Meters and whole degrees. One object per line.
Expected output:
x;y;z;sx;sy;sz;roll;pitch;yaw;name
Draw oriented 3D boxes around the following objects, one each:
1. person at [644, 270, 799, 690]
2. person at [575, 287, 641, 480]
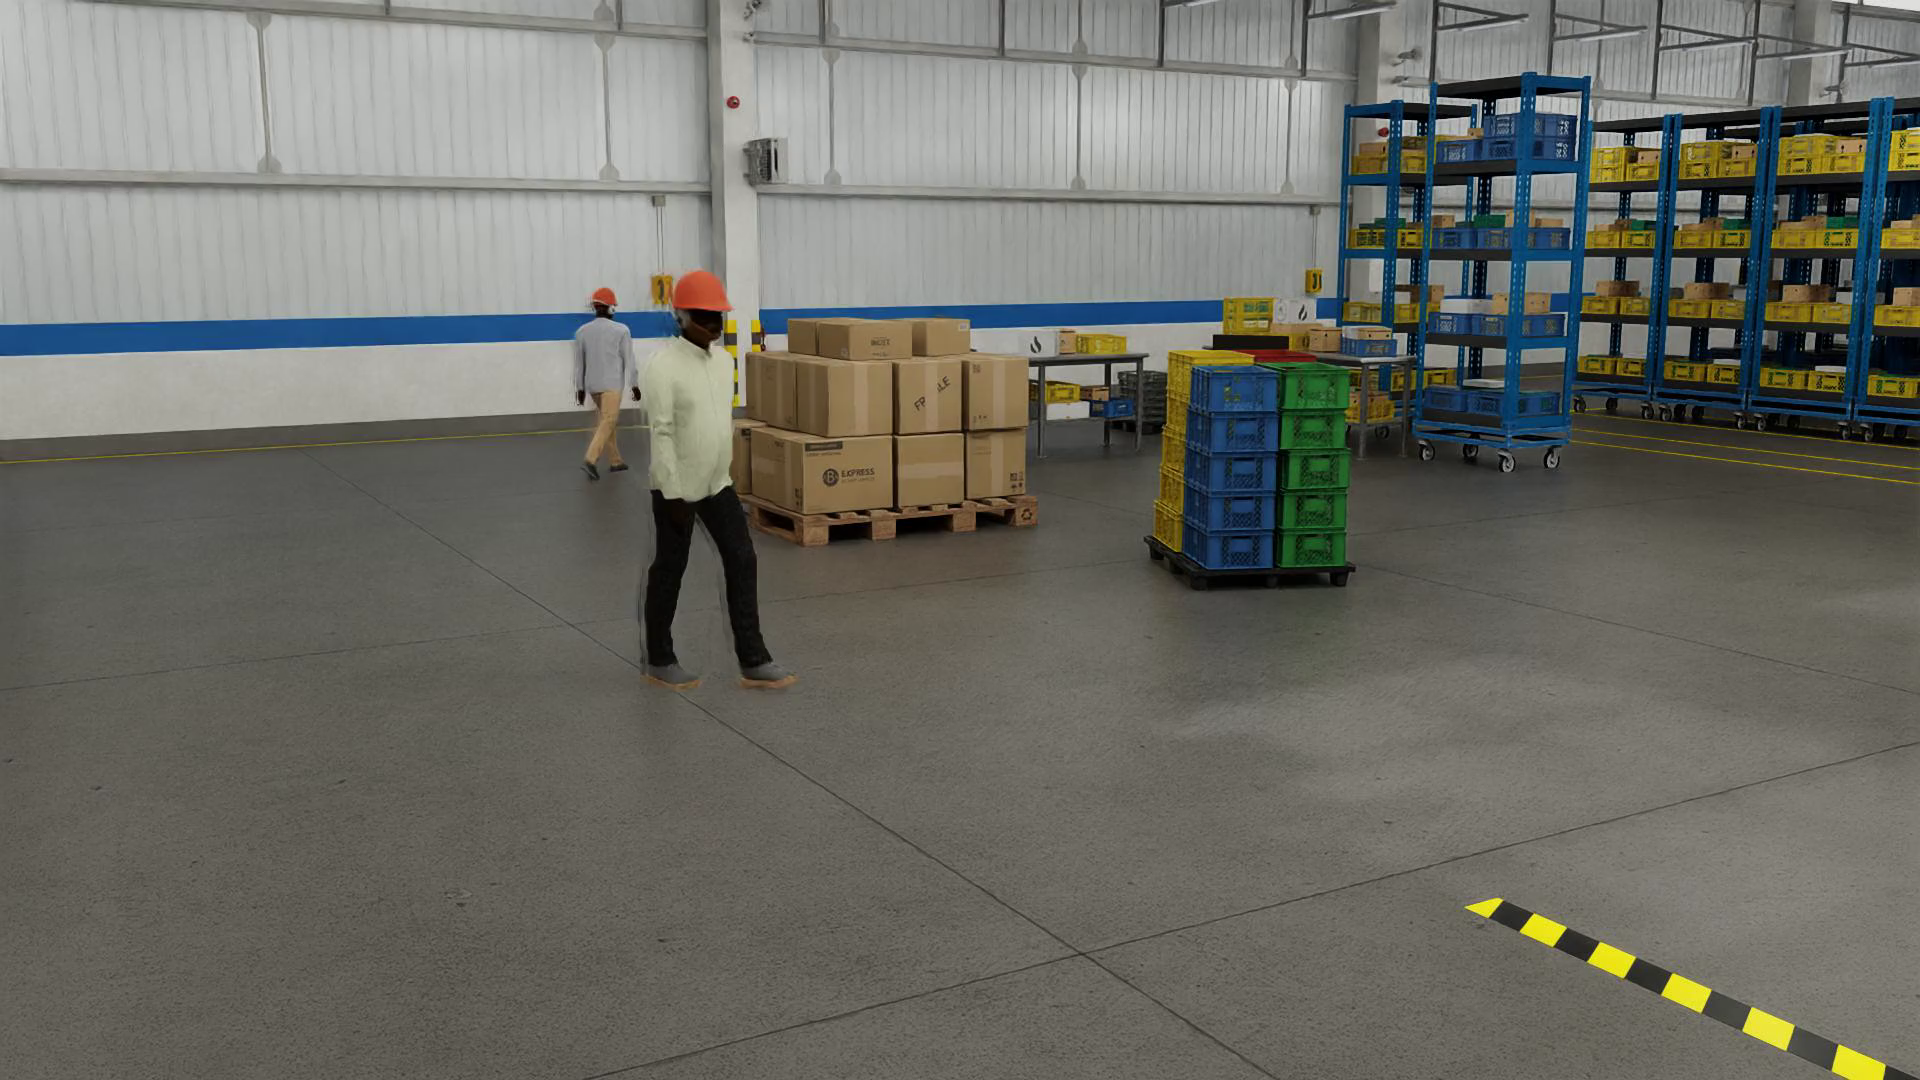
-1.138;-0.242;7.641;0.885;1.955;0.654;6;12;31;person
-3.220;-1.412;14.967;0.564;1.719;0.838;5;11;26;person
